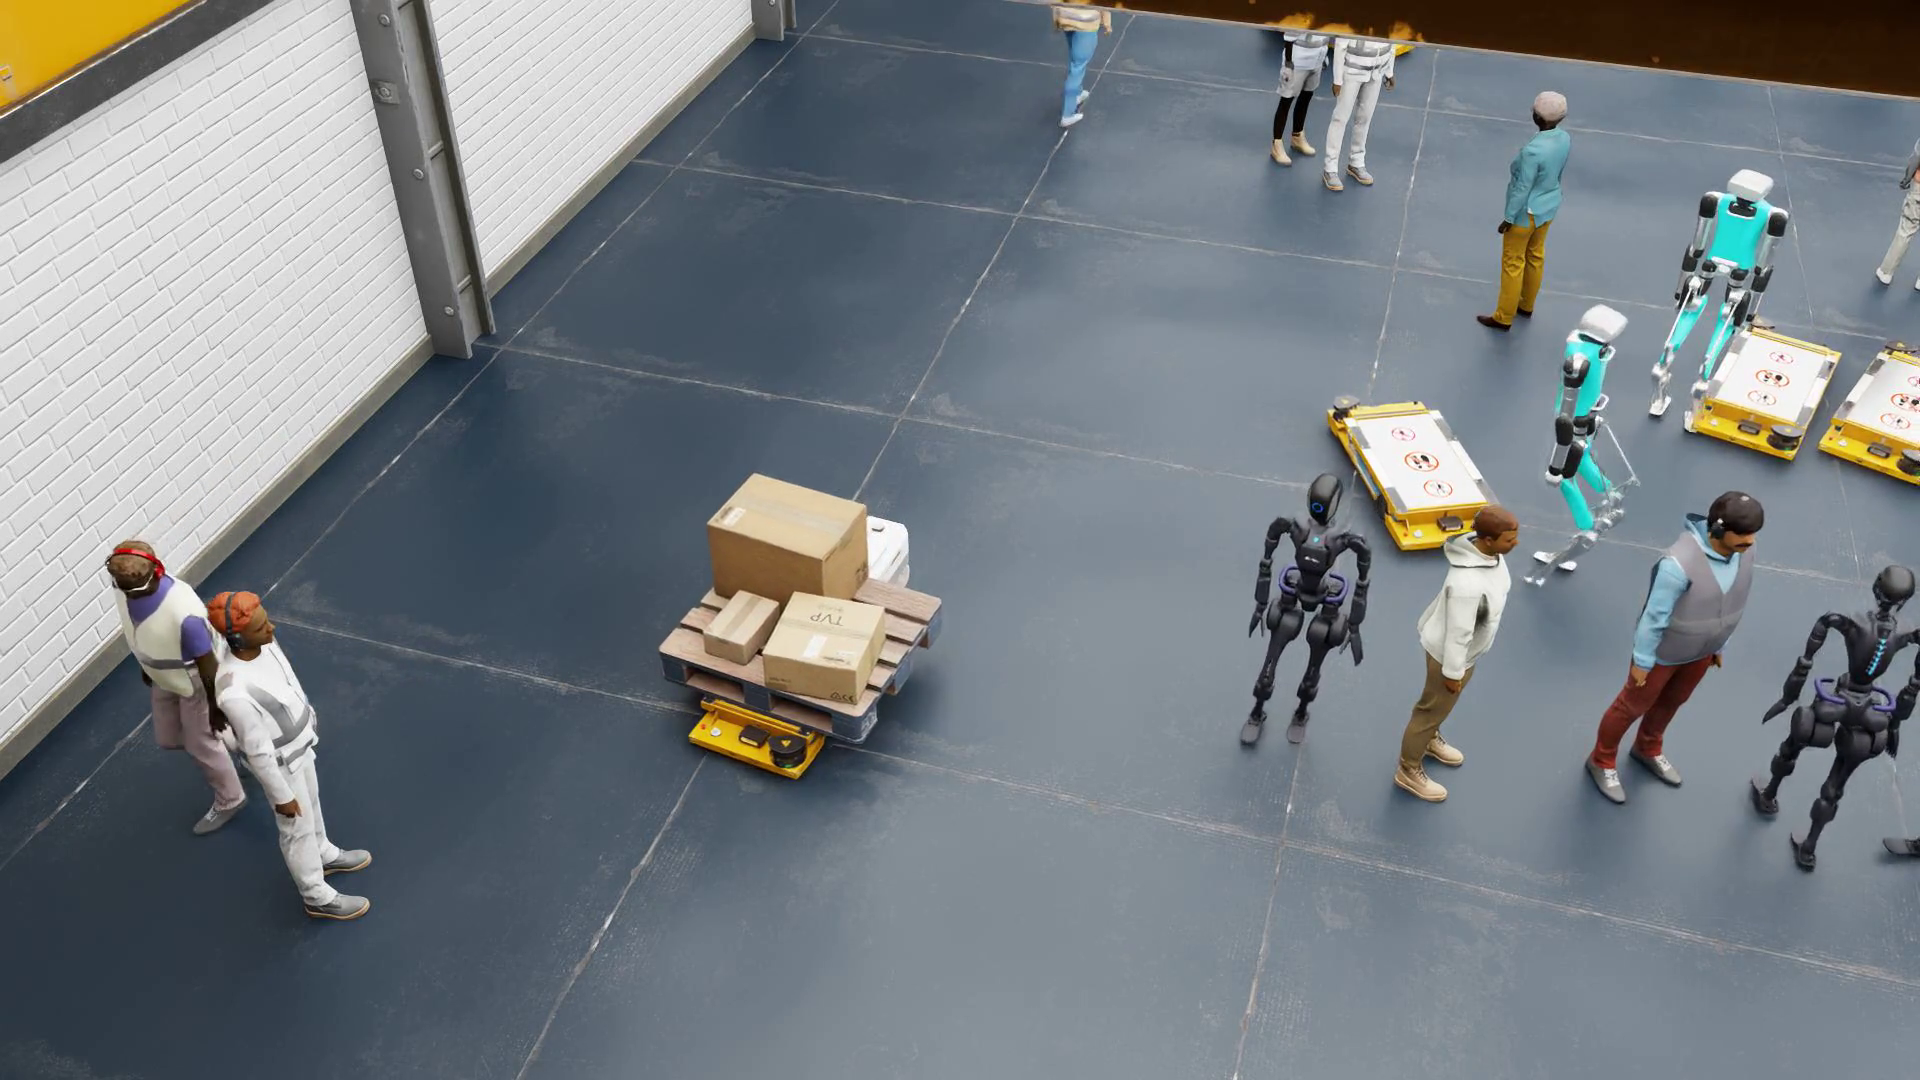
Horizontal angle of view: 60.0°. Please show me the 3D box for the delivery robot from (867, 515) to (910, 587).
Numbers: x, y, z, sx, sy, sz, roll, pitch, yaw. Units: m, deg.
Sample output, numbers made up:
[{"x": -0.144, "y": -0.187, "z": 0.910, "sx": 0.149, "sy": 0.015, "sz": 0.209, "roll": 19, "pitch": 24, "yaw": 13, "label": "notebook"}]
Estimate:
[{"x": -0.568, "y": 0.199, "z": 9.522, "sx": 0.499, "sy": 0.586, "sz": 0.772, "roll": 14, "pitch": 41, "yaw": 17, "label": "delivery robot"}]

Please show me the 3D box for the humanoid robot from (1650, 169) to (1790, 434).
[{"x": 4.756, "y": -1.452, "z": 10.606, "sx": 0.538, "sy": 1.754, "sz": 0.674, "roll": 26, "pitch": 46, "yaw": 29, "label": "humanoid robot"}]

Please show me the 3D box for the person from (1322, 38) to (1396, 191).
[{"x": 3.246, "y": -3.747, "z": 13.379, "sx": 0.573, "sy": 1.882, "sz": 0.355, "roll": -14, "pitch": 41, "yaw": -17, "label": "person"}]

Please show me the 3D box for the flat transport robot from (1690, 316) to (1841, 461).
[{"x": 5.503, "y": -1.048, "z": 11.307, "sx": 0.659, "sy": 0.231, "sz": 1.431, "roll": 23, "pitch": 44, "yaw": 25, "label": "flat transport robot"}]

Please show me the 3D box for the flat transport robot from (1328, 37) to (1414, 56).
[{"x": 3.678, "y": -5.010, "z": 16.236, "sx": 0.659, "sy": 0.231, "sz": 1.431, "roll": -26, "pitch": 46, "yaw": -29, "label": "flat transport robot"}]

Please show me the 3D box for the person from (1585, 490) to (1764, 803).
[{"x": 3.488, "y": 0.504, "z": 8.101, "sx": 0.537, "sy": 1.872, "sz": 0.414, "roll": -13, "pitch": 41, "yaw": -16, "label": "person"}]

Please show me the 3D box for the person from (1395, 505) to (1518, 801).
[{"x": 2.416, "y": 0.526, "z": 8.162, "sx": 0.370, "sy": 1.759, "sz": 0.515, "roll": 17, "pitch": 42, "yaw": 20, "label": "person"}]

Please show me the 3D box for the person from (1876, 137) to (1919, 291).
[{"x": 7.148, "y": -2.589, "z": 12.129, "sx": 0.523, "sy": 1.639, "sz": 0.305, "roll": 16, "pitch": 42, "yaw": 19, "label": "person"}]

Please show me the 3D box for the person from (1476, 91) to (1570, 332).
[{"x": 3.987, "y": -2.304, "z": 11.684, "sx": 0.536, "sy": 1.750, "sz": 0.340, "roll": -27, "pitch": 46, "yaw": -30, "label": "person"}]

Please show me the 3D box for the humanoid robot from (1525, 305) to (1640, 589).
[{"x": 3.613, "y": -0.465, "z": 9.408, "sx": 0.660, "sy": 1.789, "sz": 0.531, "roll": 21, "pitch": 43, "yaw": 24, "label": "humanoid robot"}]

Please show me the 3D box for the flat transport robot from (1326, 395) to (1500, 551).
[{"x": 2.879, "y": -0.459, "z": 10.575, "sx": 0.659, "sy": 0.231, "sz": 1.431, "roll": -5, "pitch": 39, "yaw": -7, "label": "flat transport robot"}]

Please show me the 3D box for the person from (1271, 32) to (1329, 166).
[{"x": 2.865, "y": -3.969, "z": 13.800, "sx": 0.534, "sy": 1.696, "sz": 0.322, "roll": -24, "pitch": 44, "yaw": -27, "label": "person"}]

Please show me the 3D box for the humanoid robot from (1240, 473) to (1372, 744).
[{"x": 1.756, "y": 0.401, "z": 8.380, "sx": 0.596, "sy": 1.657, "sz": 0.429, "roll": 15, "pitch": 41, "yaw": 17, "label": "humanoid robot"}]

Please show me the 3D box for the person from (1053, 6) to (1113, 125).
[{"x": 1.093, "y": -4.514, "z": 14.472, "sx": 0.490, "sy": 1.704, "sz": 0.751, "roll": 28, "pitch": 46, "yaw": 30, "label": "person"}]

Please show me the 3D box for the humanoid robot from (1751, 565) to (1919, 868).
[{"x": 4.171, "y": 0.809, "z": 7.879, "sx": 0.592, "sy": 1.634, "sz": 0.541, "roll": 10, "pitch": 40, "yaw": 13, "label": "humanoid robot"}]

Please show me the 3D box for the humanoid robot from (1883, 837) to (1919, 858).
[{"x": 4.956, "y": 0.954, "z": 7.729, "sx": 0.750, "sy": 1.624, "sz": 0.601, "roll": 12, "pitch": 40, "yaw": 15, "label": "humanoid robot"}]

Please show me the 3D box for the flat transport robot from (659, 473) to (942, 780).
[{"x": -0.836, "y": 0.695, "z": 9.140, "sx": 0.659, "sy": 0.231, "sz": 1.431, "roll": 16, "pitch": 42, "yaw": 19, "label": "flat transport robot"}]

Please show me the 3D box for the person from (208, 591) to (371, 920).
[{"x": -3.041, "y": 0.969, "z": 7.512, "sx": 0.352, "sy": 1.881, "sz": 0.579, "roll": -8, "pitch": 39, "yaw": -9, "label": "person"}]

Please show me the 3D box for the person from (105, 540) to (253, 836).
[{"x": -3.685, "y": 0.657, "z": 7.955, "sx": 0.598, "sy": 1.810, "sz": 0.484, "roll": 25, "pitch": 45, "yaw": 27, "label": "person"}]

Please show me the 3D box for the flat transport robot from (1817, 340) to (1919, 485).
[{"x": 6.296, "y": -0.864, "z": 11.079, "sx": 0.659, "sy": 0.231, "sz": 1.431, "roll": 27, "pitch": 46, "yaw": 30, "label": "flat transport robot"}]
